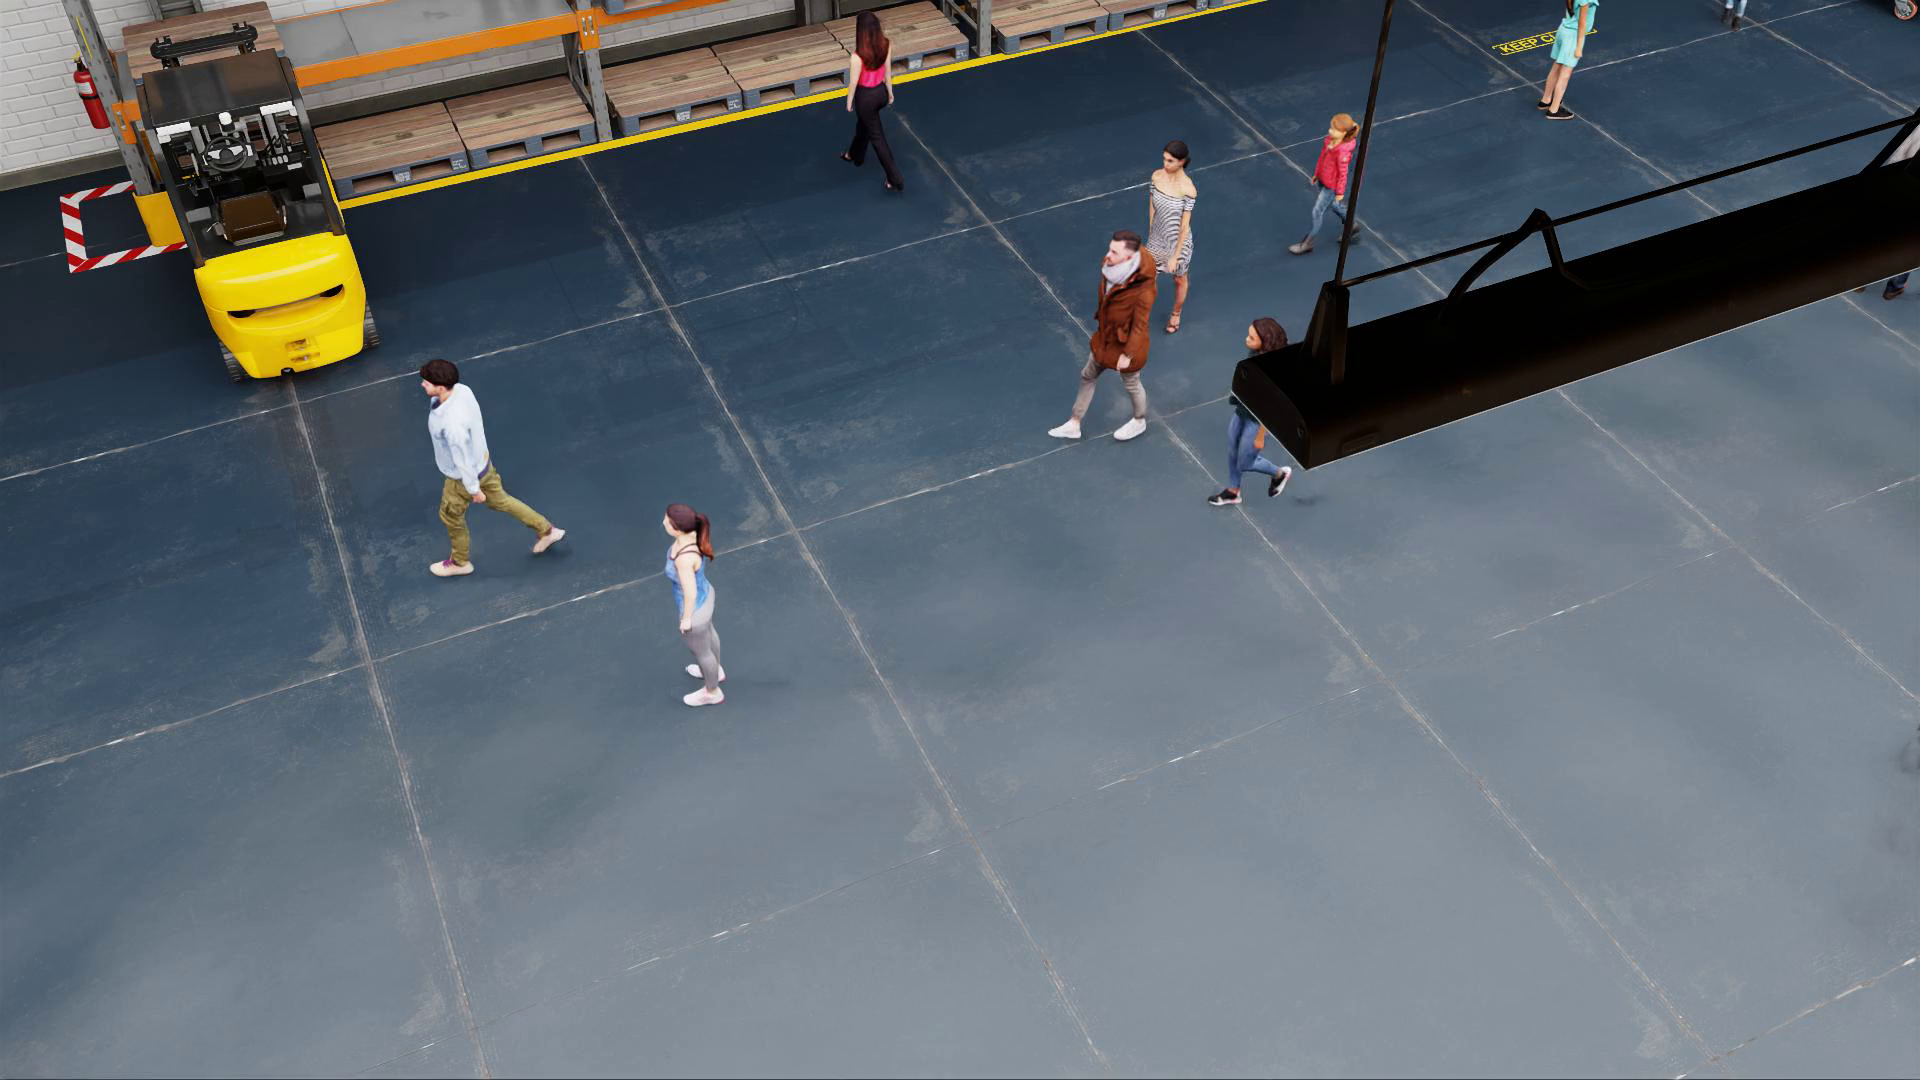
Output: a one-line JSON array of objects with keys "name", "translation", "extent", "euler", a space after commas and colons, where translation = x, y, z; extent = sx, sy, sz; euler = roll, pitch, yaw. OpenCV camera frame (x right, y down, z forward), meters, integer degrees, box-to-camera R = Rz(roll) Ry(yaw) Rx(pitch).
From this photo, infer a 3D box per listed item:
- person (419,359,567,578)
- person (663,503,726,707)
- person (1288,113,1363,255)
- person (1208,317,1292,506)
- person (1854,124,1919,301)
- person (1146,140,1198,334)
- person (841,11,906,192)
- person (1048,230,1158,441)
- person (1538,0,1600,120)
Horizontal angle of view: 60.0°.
[{"name": "person", "translation": [-3.175, -0.481, 11.050], "extent": [1.263, 1.776, 0.964], "euler": [-2, 44, -2]}, {"name": "person", "translation": [-1.640, 0.384, 10.263], "extent": [0.663, 1.609, 0.645], "euler": [1, 44, 1]}, {"name": "person", "translation": [3.192, -3.022, 14.067], "extent": [0.950, 1.293, 0.685], "euler": [-5, 44, -5]}, {"name": "person", "translation": [2.109, -0.854, 11.566], "extent": [0.854, 1.604, 0.680], "euler": [-10, 44, -10]}, {"name": "person", "translation": [7.721, -2.818, 13.410], "extent": [0.841, 1.904, 0.853], "euler": [22, 48, 21]}, {"name": "person", "translation": [1.707, -2.341, 12.989], "extent": [0.836, 1.795, 1.004], "euler": [28, 50, 26]}, {"name": "person", "translation": [-0.735, -3.835, 14.686], "extent": [0.954, 1.617, 1.113], "euler": [32, 52, 29]}, {"name": "person", "translation": [1.245, -1.464, 12.059], "extent": [1.026, 1.807, 0.779], "euler": [-24, 49, -23]}, {"name": "person", "translation": [5.765, -4.744, 15.683], "extent": [0.635, 1.558, 0.617], "euler": [-5, 44, -5]}]
